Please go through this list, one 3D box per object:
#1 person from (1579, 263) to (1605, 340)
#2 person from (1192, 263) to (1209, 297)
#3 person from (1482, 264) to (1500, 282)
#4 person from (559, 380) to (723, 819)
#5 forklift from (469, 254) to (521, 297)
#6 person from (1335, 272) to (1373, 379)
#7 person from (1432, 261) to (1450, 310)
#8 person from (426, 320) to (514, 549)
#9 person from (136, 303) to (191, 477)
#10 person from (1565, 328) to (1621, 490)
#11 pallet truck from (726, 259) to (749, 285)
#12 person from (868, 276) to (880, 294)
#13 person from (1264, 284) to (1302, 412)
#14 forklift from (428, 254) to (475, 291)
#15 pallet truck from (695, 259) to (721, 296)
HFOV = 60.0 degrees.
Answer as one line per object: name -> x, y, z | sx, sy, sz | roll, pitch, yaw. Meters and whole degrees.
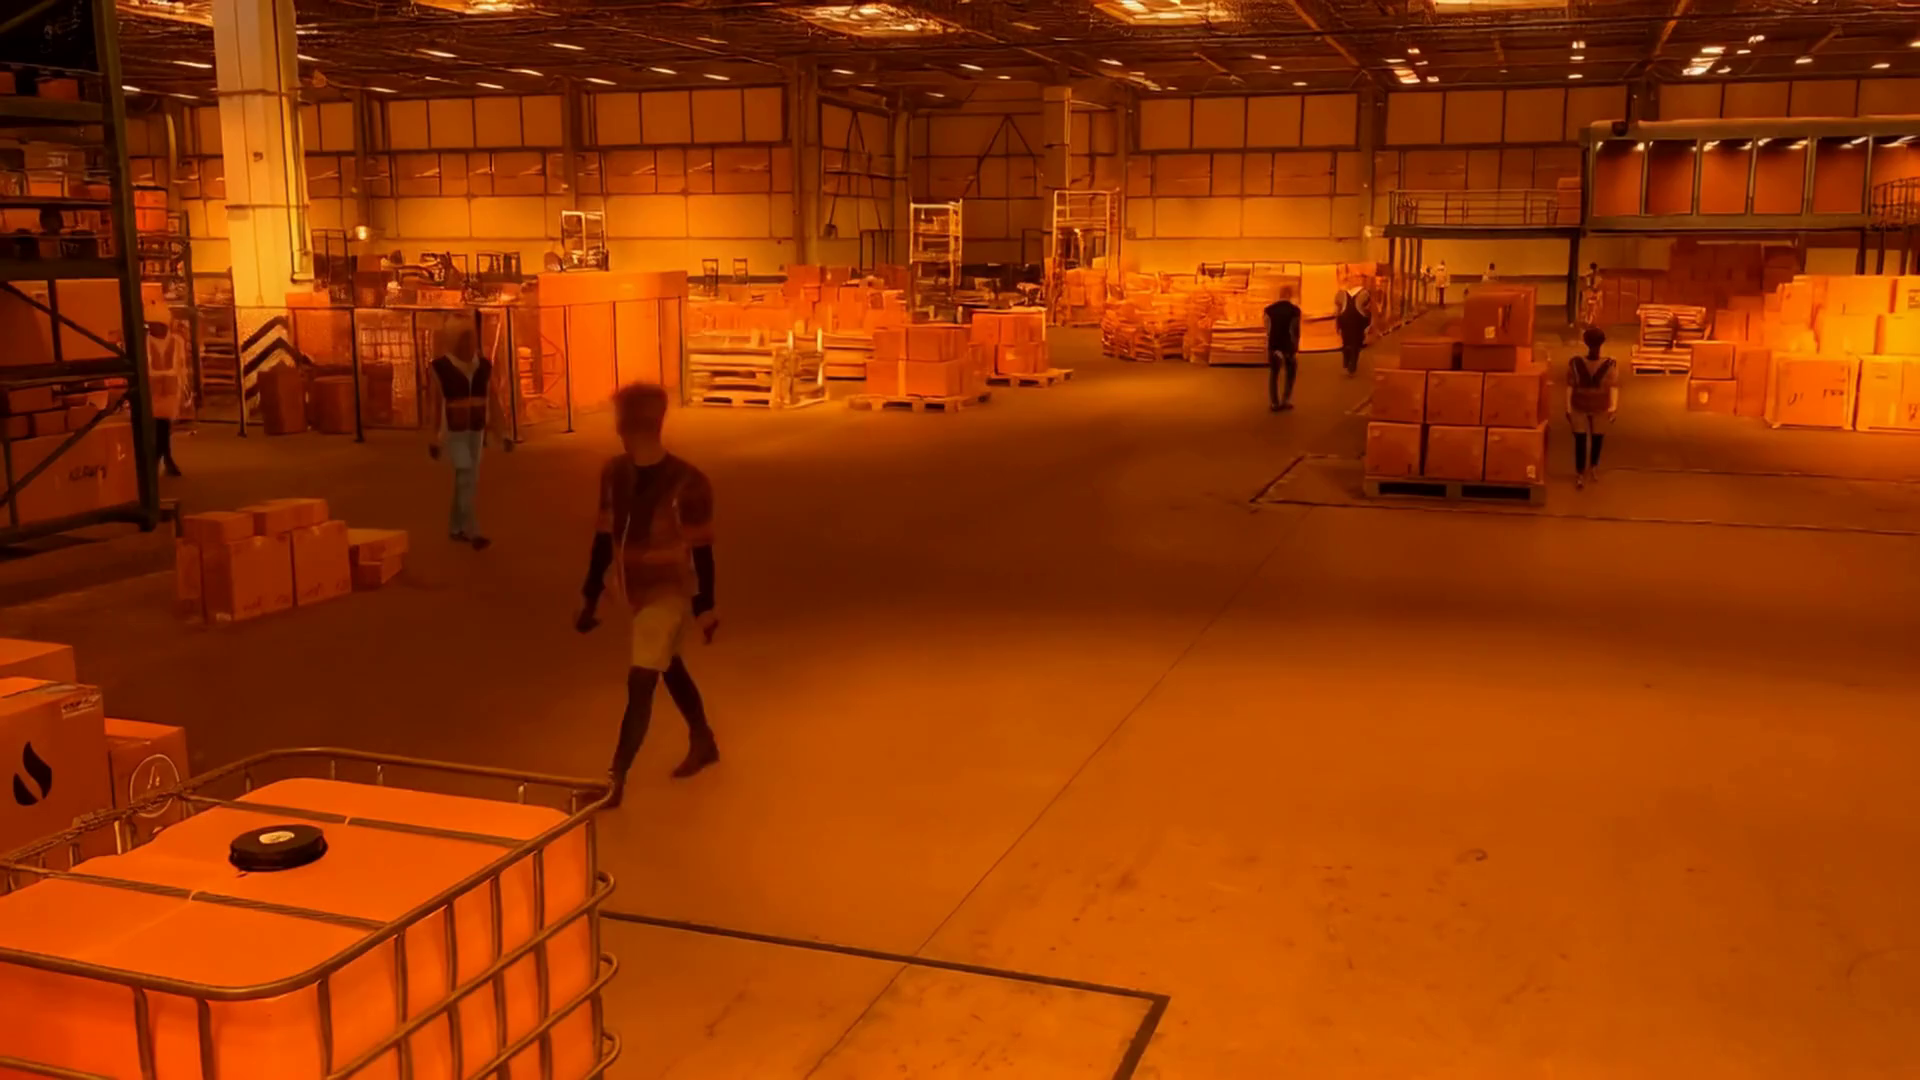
person -> 16.593, -6.259, 43.699 | 0.609, 2.036, 0.402 | 4, 11, 21
person -> 8.246, -8.545, 57.002 | 0.575, 1.883, 0.356 | 4, 11, 21
person -> 17.522, -8.171, 54.890 | 0.559, 1.887, 0.993 | 1, 10, 4
person -> -1.412, 0.244, 7.438 | 0.613, 1.907, 1.043 | 8, 13, 39
forklift -> -17.990, -10.121, 64.684 | 1.157, 1.987, 2.680 | 3, 11, 17
person -> 7.466, -4.080, 31.413 | 0.682, 2.000, 1.022 | 6, 12, 30
person -> 18.439, -9.736, 63.768 | 0.625, 1.872, 1.006 | 0, 10, -2
person -> -4.037, -0.873, 13.787 | 0.889, 1.879, 0.612 | 8, 13, 38
person -> -8.793, -1.658, 18.258 | 0.556, 1.885, 1.017 | -10, 14, -43
person -> 6.553, -1.380, 17.268 | 0.534, 1.669, 0.826 | 4, 11, 19
pallet truck -> -7.986, -9.493, 62.019 | 0.823, 1.965, 1.885 | 3, 11, 17
person -> -2.254, -5.694, 41.352 | 0.523, 1.740, 0.724 | -5, 11, -27
person -> 4.836, -2.865, 24.938 | 0.629, 1.921, 0.490 | 7, 13, 36
forklift -> -20.133, -10.254, 65.465 | 1.157, 1.987, 2.680 | 3, 11, 19
pallet truck -> -9.165, -9.627, 62.776 | 0.823, 1.965, 1.885 | 4, 11, 23
